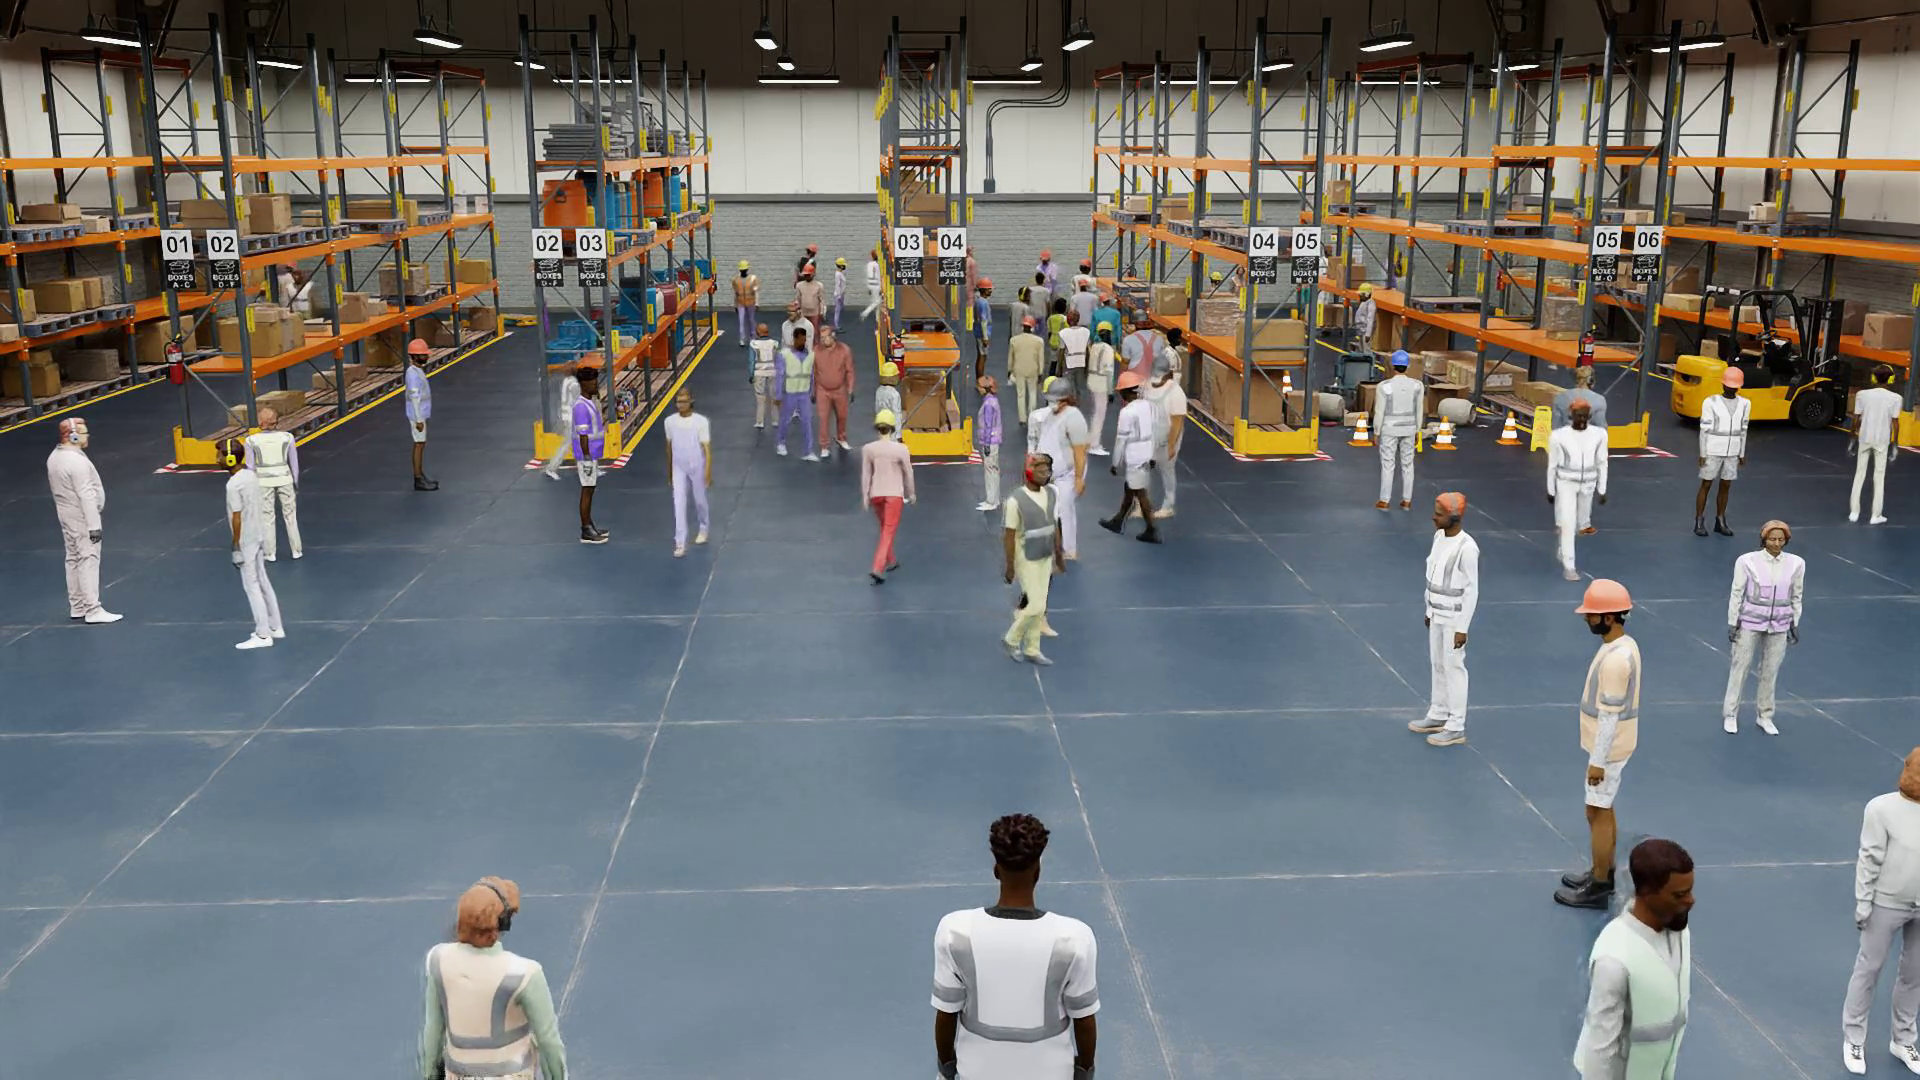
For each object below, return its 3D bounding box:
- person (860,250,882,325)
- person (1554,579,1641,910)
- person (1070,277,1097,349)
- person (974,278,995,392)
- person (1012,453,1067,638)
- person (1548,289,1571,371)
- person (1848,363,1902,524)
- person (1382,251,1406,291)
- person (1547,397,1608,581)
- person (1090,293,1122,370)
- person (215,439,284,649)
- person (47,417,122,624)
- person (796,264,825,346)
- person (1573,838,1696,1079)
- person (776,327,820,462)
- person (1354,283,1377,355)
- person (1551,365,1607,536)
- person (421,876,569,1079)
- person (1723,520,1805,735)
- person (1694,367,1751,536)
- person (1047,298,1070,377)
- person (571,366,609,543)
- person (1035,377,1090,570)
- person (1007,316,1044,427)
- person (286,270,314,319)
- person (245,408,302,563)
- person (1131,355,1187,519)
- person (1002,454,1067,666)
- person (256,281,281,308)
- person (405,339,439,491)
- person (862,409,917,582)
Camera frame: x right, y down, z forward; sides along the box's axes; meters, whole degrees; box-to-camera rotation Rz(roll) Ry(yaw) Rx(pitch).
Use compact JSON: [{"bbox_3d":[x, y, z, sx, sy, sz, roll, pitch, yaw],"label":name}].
[{"bbox_3d":[-2.132,-6.220,40.999,0.729,1.865,0.589,-8,16,-31],"label":"person"},{"bbox_3d":[3.686,1.168,9.580,0.392,1.923,0.553,6,14,23],"label":"person"},{"bbox_3d":[2.501,-4.460,33.793,0.580,1.735,0.576,0,13,-1],"label":"person"},{"bbox_3d":[0.439,-3.684,29.870,0.374,2.043,0.611,-1,13,-6],"label":"person"},{"bbox_3d":[0.721,0.053,14.788,0.362,1.688,0.545,11,17,40],"label":"person"},{"bbox_3d":[11.812,-4.100,32.600,0.503,1.600,0.745,-5,14,-19],"label":"person"},{"bbox_3d":[10.663,-1.124,19.398,0.533,1.868,0.310,11,17,40],"label":"person"},{"bbox_3d":[10.932,-6.355,41.740,0.625,1.797,0.977,-5,14,-22],"label":"person"},{"bbox_3d":[6.292,-0.563,17.058,0.573,1.853,0.841,0,13,1],"label":"person"},{"bbox_3d":[2.693,-3.695,30.654,0.578,1.704,0.902,0,13,2],"label":"person"},{"bbox_3d":[-6.247,0.028,14.565,0.367,1.856,0.534,-1,13,-3],"label":"person"},{"bbox_3d":[-8.074,-0.182,15.326,0.651,1.906,0.403,11,17,39],"label":"person"},{"bbox_3d":[-3.069,-4.638,34.022,0.612,1.991,0.392,3,14,11],"label":"person"},{"bbox_3d":[2.462,1.974,6.232,0.827,1.896,0.596,13,18,43],"label":"person"},{"bbox_3d":[-2.342,-2.077,23.432,0.644,1.876,0.960,-8,16,-32],"label":"person"},{"bbox_3d":[7.644,-3.928,31.394,0.403,1.820,0.594,0,13,-2],"label":"person"},{"bbox_3d":[6.978,-1.009,18.775,0.371,1.934,0.627,-13,18,-43],"label":"person"},{"bbox_3d":[-1.764,2.063,6.478,0.552,1.593,0.840,5,14,20],"label":"person"},{"bbox_3d":[5.980,0.649,12.379,0.523,1.638,0.311,1,13,5],"label":"person"},{"bbox_3d":[8.590,-0.990,18.709,0.545,1.927,0.385,0,13,-1],"label":"person"},{"bbox_3d":[1.771,-3.461,29.681,0.579,1.695,0.318,12,18,42],"label":"person"},{"bbox_3d":[-4.115,-0.955,18.470,0.361,1.964,0.617,-2,13,-8],"label":"person"},{"bbox_3d":[1.033,-0.721,17.322,0.534,2.000,0.702,-5,14,-19],"label":"person"},{"bbox_3d":[1.038,-2.683,26.311,0.572,1.716,0.765,0,13,0],"label":"person"},{"bbox_3d":[-13.932,-4.801,35.129,0.591,1.788,0.955,0,13,0],"label":"person"},{"bbox_3d":[-7.246,-0.578,17.573,0.515,1.642,0.314,-6,15,-25],"label":"person"},{"bbox_3d":[2.342,-1.226,19.459,0.713,2.000,0.720,13,18,43],"label":"person"},{"bbox_3d":[0.633,0.174,13.986,0.444,1.830,0.573,10,16,36],"label":"person"},{"bbox_3d":[-13.733,-4.268,33.025,0.486,1.730,0.506,2,13,9],"label":"person"},{"bbox_3d":[-6.890,-1.604,21.282,0.379,1.938,0.547,-3,14,-14],"label":"person"},{"bbox_3d":[-0.757,-0.460,16.882,0.523,1.730,0.851,6,15,26],"label":"person"}]
